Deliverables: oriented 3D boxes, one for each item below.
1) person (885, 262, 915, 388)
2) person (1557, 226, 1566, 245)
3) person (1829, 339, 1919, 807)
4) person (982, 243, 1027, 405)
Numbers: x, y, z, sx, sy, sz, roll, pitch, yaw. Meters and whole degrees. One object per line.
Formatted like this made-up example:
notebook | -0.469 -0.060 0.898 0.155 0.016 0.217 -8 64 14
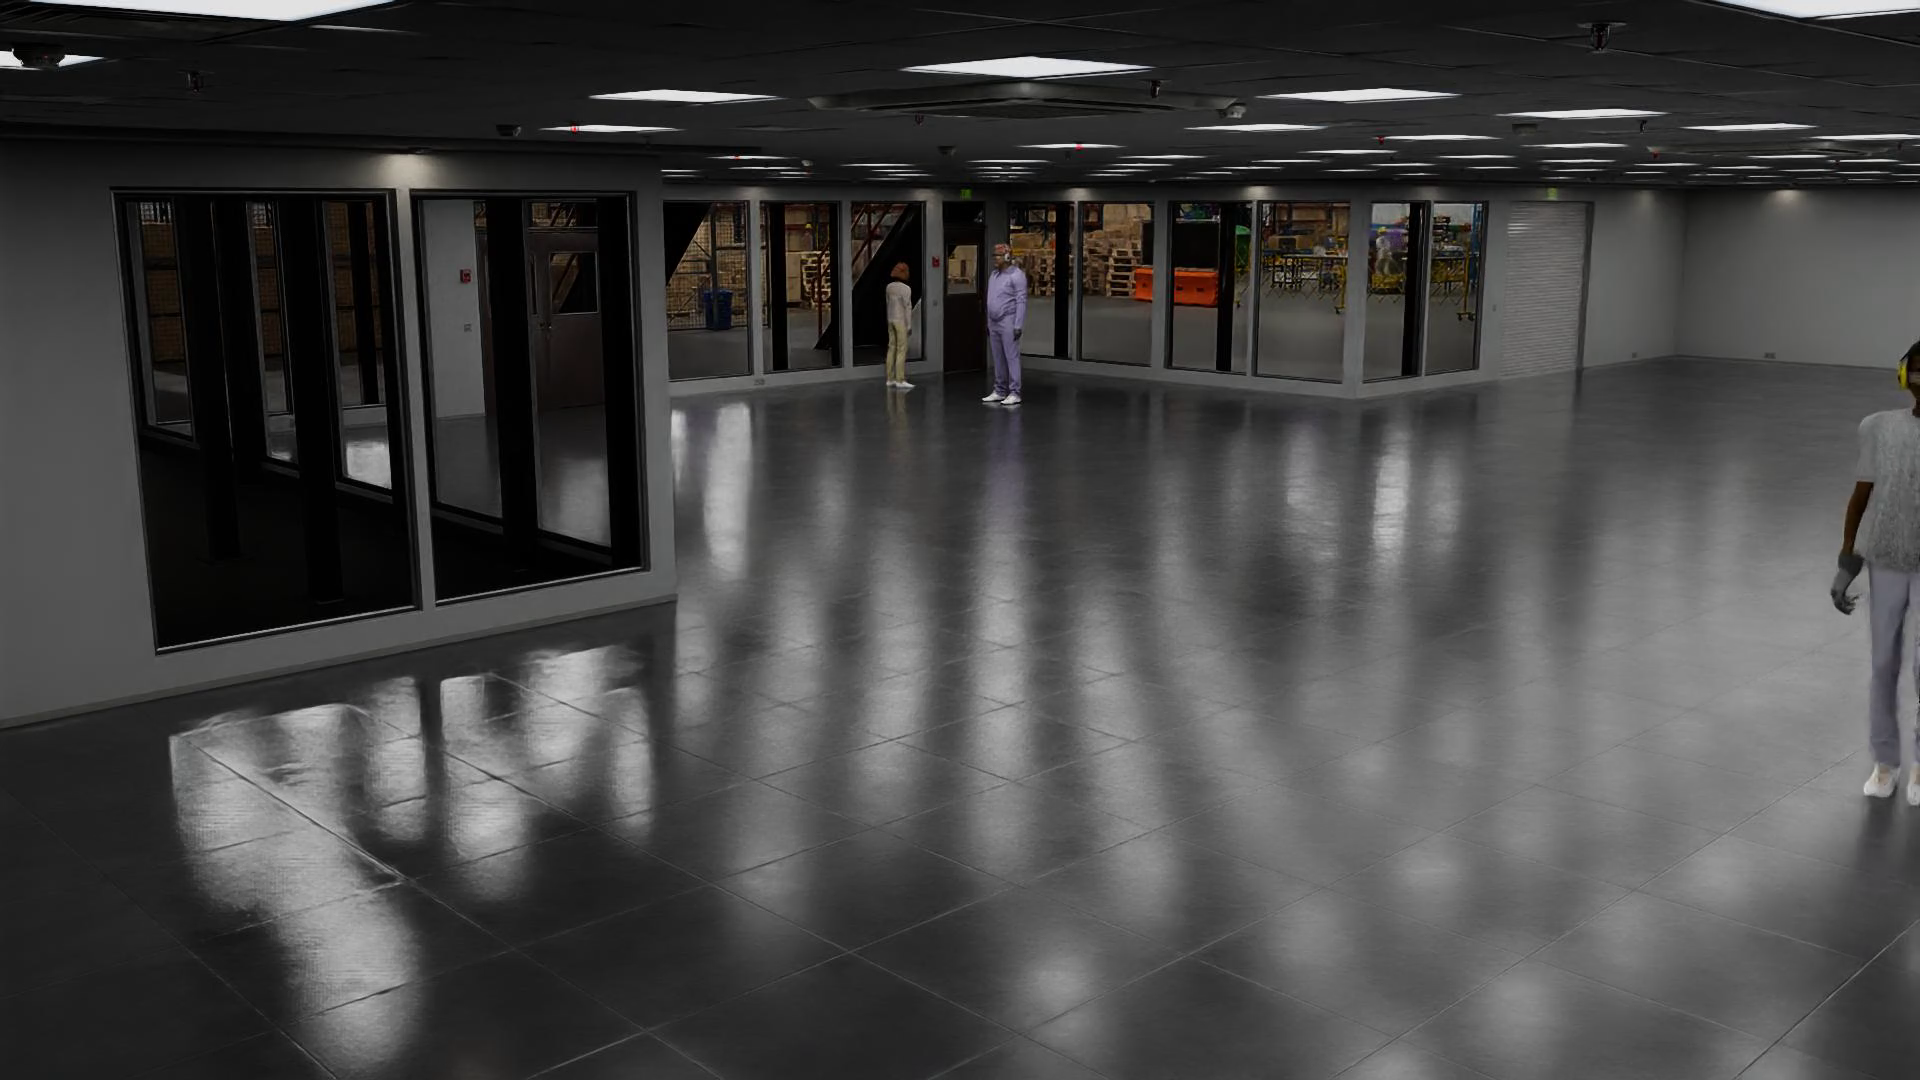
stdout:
person | -0.790 -2.793 21.662 0.276 1.627 0.500 -9 14 -38
person | 22.666 -11.098 62.616 0.476 1.894 0.650 4 12 19
person | 3.698 0.121 6.483 0.501 1.858 0.487 10 15 40
person | 0.514 -2.574 19.858 0.403 1.906 0.652 -8 14 -34
